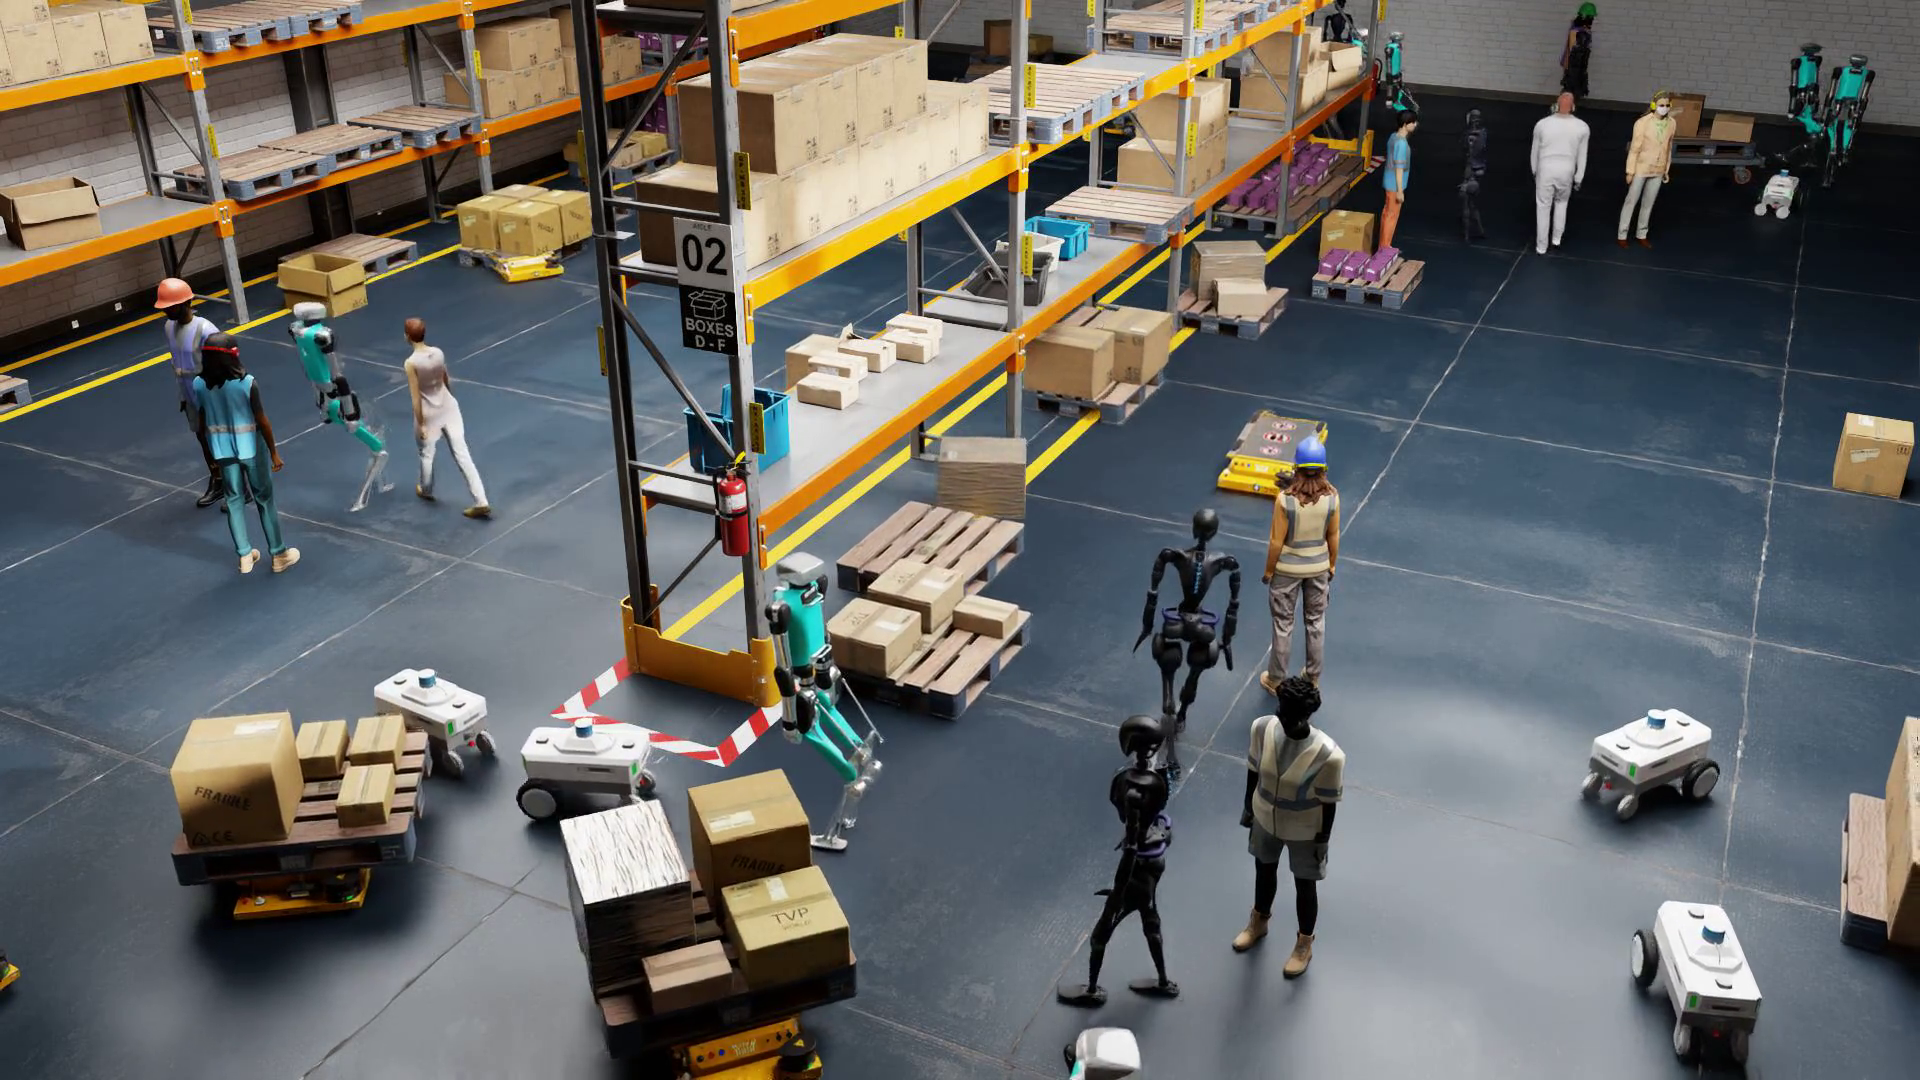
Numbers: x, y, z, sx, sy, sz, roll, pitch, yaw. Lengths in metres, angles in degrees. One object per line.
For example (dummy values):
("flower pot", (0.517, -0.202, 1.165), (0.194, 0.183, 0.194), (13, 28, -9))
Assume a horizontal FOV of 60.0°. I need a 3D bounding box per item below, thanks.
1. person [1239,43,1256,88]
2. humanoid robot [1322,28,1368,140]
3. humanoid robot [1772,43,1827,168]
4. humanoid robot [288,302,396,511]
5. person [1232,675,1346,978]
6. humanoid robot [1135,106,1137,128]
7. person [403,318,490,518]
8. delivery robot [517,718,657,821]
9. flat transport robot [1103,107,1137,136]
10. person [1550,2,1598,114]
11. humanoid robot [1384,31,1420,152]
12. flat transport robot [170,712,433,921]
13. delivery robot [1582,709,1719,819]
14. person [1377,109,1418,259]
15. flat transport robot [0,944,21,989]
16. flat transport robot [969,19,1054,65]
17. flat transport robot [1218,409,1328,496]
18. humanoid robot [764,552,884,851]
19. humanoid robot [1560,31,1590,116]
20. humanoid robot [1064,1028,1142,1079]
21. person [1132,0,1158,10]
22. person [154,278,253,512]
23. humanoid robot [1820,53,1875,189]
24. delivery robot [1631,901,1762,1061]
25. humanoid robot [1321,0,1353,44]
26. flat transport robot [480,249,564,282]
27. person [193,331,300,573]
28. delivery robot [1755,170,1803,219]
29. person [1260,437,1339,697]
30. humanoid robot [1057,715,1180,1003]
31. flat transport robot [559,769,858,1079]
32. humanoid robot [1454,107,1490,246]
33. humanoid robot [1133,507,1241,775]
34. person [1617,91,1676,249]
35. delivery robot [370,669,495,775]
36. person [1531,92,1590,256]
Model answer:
("person", (4.393, -6.614, 24.524), (0.561, 1.694, 0.811), (14, 30, 26))
("humanoid robot", (5.575, -6.696, 24.664), (0.781, 1.776, 0.555), (13, 29, 25))
("humanoid robot", (11.950, -6.024, 23.291), (0.535, 1.726, 0.997), (-12, 29, -23))
("humanoid robot", (-4.829, -1.113, 13.376), (0.541, 1.772, 0.863), (22, 34, 37))
("person", (1.642, 1.411, 8.327), (0.535, 1.692, 0.319), (21, 33, 36))
("humanoid robot", (2.653, -5.871, 23.095), (0.755, 1.618, 0.609), (-20, 33, -35))
("person", (-4.150, -0.967, 13.238), (0.901, 1.595, 0.439), (21, 33, 35))
("delivery robot", (-2.191, 1.315, 9.777), (0.759, 0.575, 0.499), (2, 26, 5))
("flat transport robot", (2.991, -6.387, 25.680), (1.431, 0.231, 0.659), (10, 28, 19))
("person", (9.530, -7.350, 25.774), (0.483, 1.912, 0.525), (22, 34, 37))
("humanoid robot", (6.457, -6.393, 24.158), (0.745, 1.891, 0.542), (13, 29, 25))
("flat transport robot", (-3.656, 1.629, 9.487), (0.659, 0.231, 1.431), (-4, 27, -9))
("delivery robot", (4.099, 1.288, 9.870), (0.811, 0.609, 0.499), (-14, 30, -26))
("person", (5.124, -4.163, 19.509), (0.335, 1.759, 0.495), (3, 26, 5))
("flat transport robot", (-5.553, 2.132, 8.471), (1.431, 0.231, 0.659), (13, 29, 25))
("flat transport robot", (0.960, -8.413, 29.772), (1.431, 0.231, 0.659), (21, 33, 36))
("flat transport robot", (2.709, -0.751, 14.294), (0.659, 0.231, 1.431), (10, 28, 19))
("humanoid robot", (-0.682, 0.929, 9.227), (0.703, 1.759, 0.543), (11, 28, 21))
("humanoid robot", (9.185, -6.842, 25.070), (0.600, 1.645, 0.657), (-20, 32, -34))
("humanoid robot", (0.713, 2.491, 6.108), (0.826, 1.792, 0.544), (-7, 27, -13))
("person", (3.218, -8.729, 28.710), (0.564, 1.786, 0.948), (-6, 27, -12))
("person", (-6.046, -1.151, 13.236), (0.540, 1.931, 0.382), (12, 29, 23))
("humanoid robot", (11.968, -5.610, 22.474), (0.552, 1.784, 0.872), (6, 27, 12))
("delivery robot", (3.651, 2.120, 8.181), (0.499, 0.602, 0.795), (4, 27, 7))
("humanoid robot", (6.262, -8.209, 27.786), (0.590, 1.640, 0.559), (-9, 28, -17))
("flat transport robot", (-5.224, -3.330, 19.505), (0.659, 0.231, 1.431), (-16, 31, -29))
("person", (-5.291, -0.628, 12.246), (0.538, 1.865, 0.374), (0, 26, 0))
("delivery robot", (10.616, -4.492, 21.544), (0.522, 0.608, 0.779), (14, 30, 27))
("person", (2.186, 0.178, 10.717), (0.481, 1.776, 0.321), (-4, 27, -8))
("humanoid robot", (0.818, 1.542, 8.084), (0.585, 1.639, 0.598), (7, 27, 13))
("flat transport robot", (-1.213, 2.224, 8.286), (0.659, 0.231, 1.431), (-10, 28, -19))
("humanoid robot", (6.227, -4.374, 20.035), (0.462, 1.646, 0.594), (10, 28, 19))
("humanoid robot", (1.364, 0.579, 10.090), (0.621, 1.618, 0.789), (3, 27, 6))
("person", (8.238, -4.440, 19.939), (0.566, 1.875, 0.390), (-5, 27, -9))
("delivery robot", (-3.286, 1.080, 10.295), (0.790, 0.614, 0.499), (15, 30, 28))
("person", (7.077, -4.375, 19.800), (0.641, 1.878, 0.741), (6, 27, 11))
